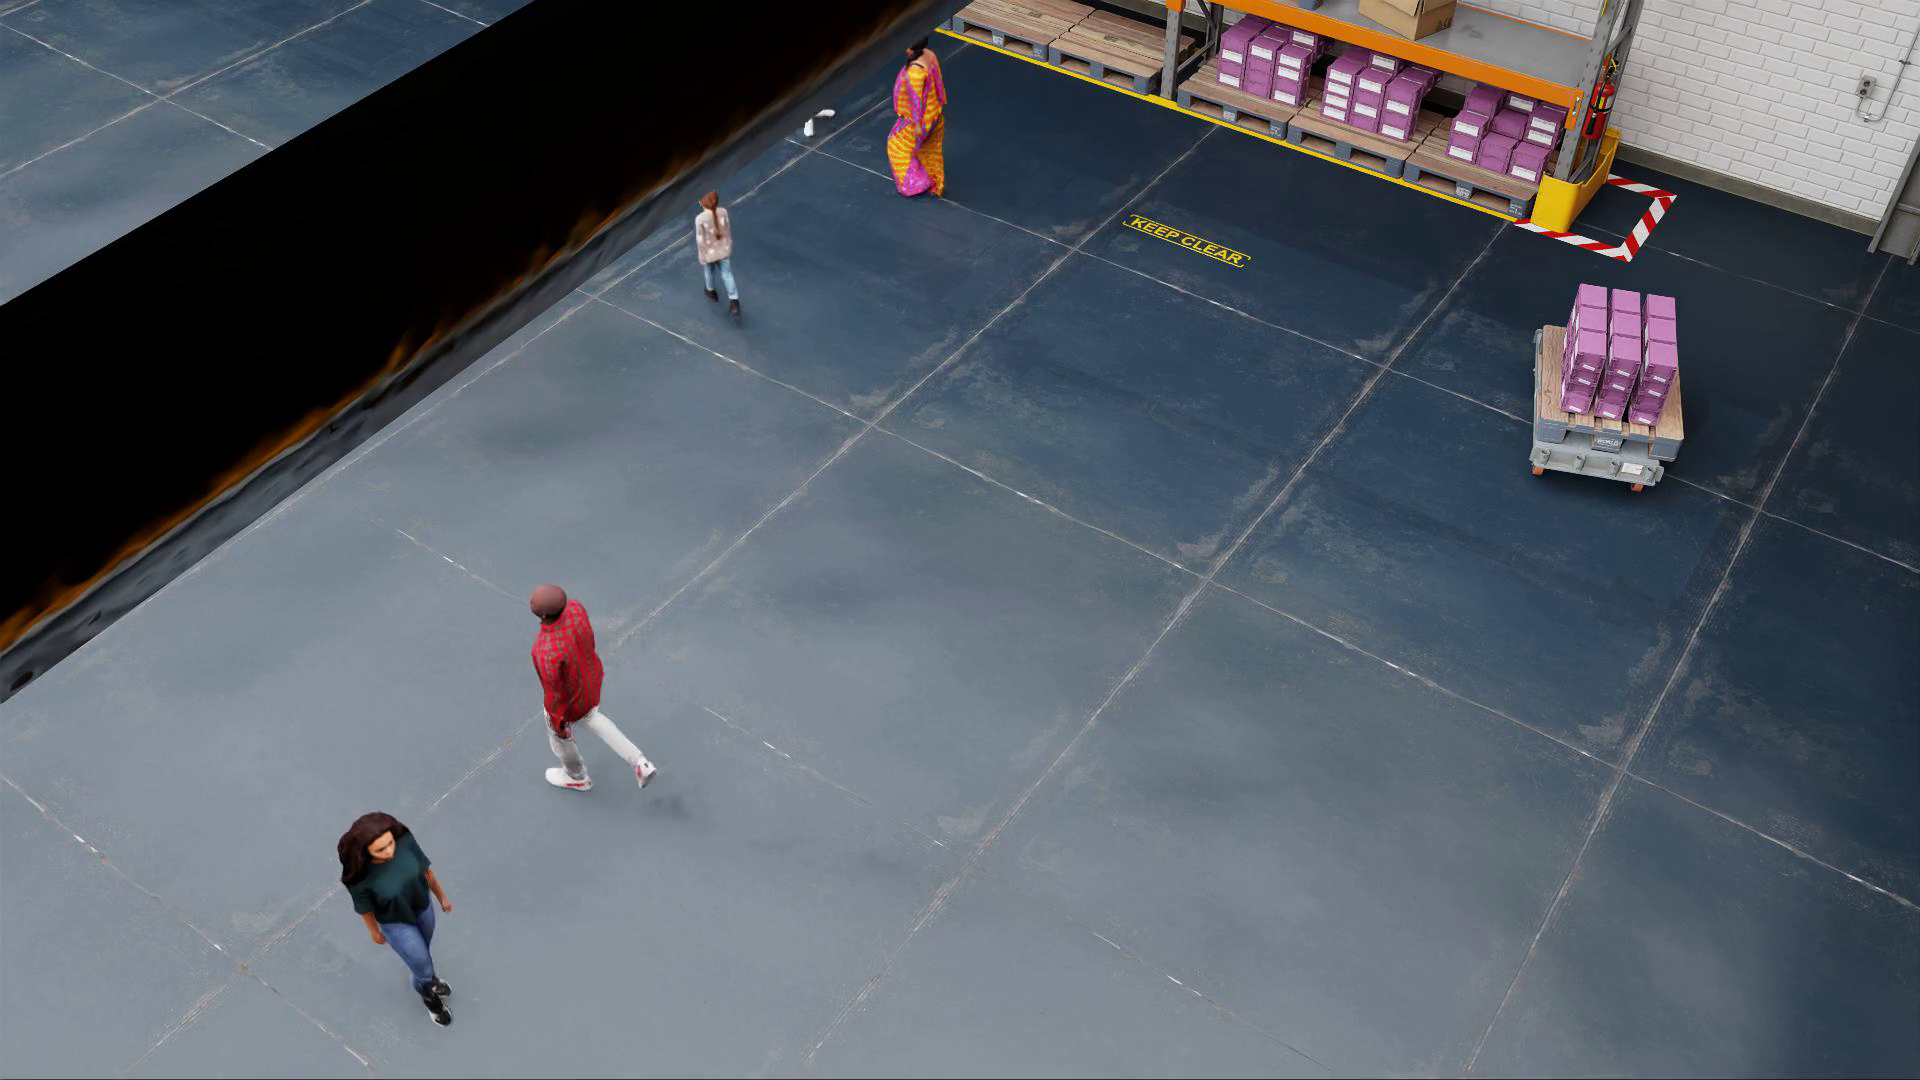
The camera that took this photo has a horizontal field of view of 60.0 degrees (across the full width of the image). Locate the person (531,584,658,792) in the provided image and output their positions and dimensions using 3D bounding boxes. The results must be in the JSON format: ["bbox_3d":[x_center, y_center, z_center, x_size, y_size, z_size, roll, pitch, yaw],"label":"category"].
[{"bbox_3d":[-2.226,0.911,9.860,1.079,1.804,0.818,14,45,15],"label":"person"}]

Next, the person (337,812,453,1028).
[{"bbox_3d":[-3.029,1.955,8.909,0.650,1.604,0.604,22,48,21],"label":"person"}]

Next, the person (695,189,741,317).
[{"bbox_3d":[-1.998,-2.382,13.773,0.716,1.175,0.896,-20,47,-20],"label":"person"}]

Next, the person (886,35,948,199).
[{"bbox_3d":[-0.322,-3.835,14.950,0.837,1.656,0.759,13,45,13],"label":"person"}]
